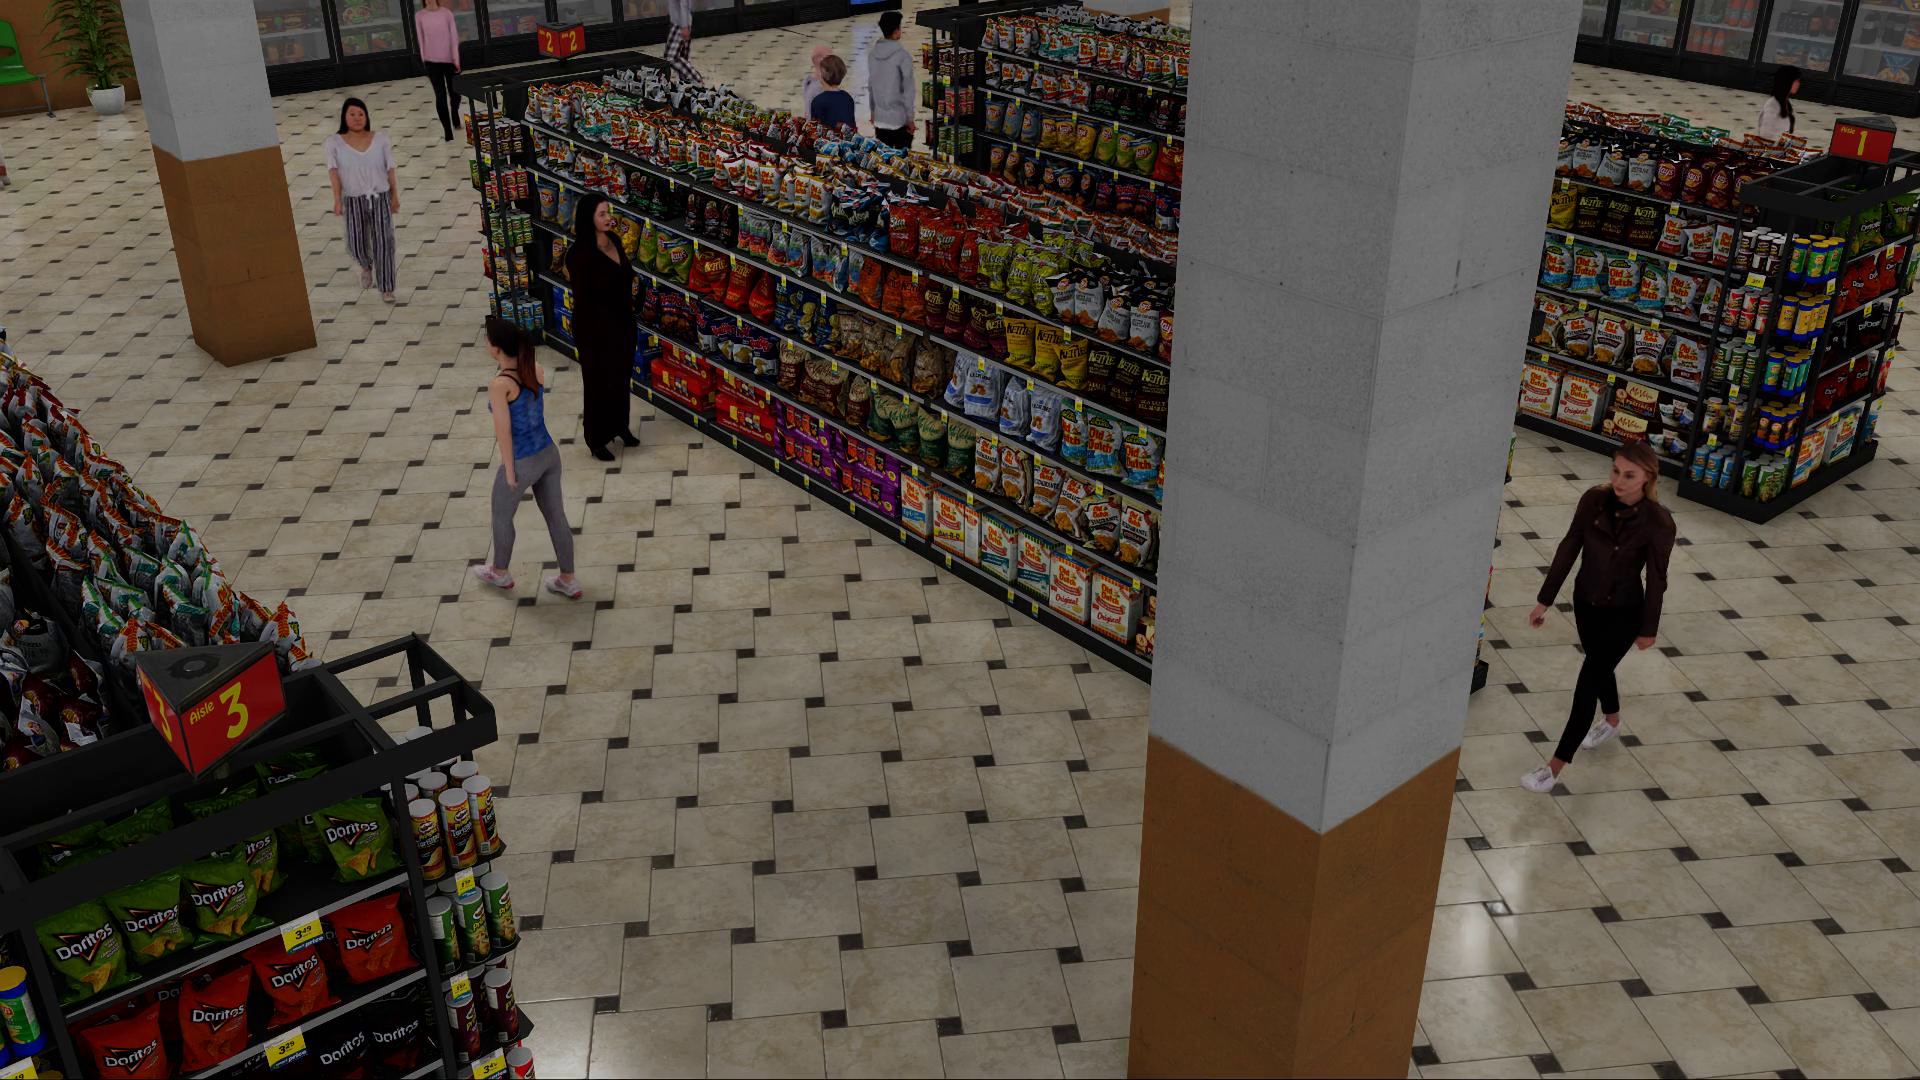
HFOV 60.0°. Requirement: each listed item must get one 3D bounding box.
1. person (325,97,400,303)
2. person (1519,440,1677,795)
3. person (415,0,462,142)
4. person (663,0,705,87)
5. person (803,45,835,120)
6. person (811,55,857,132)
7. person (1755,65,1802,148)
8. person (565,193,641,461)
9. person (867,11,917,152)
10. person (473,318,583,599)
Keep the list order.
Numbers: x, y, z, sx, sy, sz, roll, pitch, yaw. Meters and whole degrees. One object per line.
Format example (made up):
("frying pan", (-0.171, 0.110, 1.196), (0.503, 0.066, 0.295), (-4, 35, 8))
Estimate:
("person", (-4.854, -2.790, 13.600), (0.808, 1.667, 0.857), (-10, 29, -19))
("person", (2.955, 0.316, 7.496), (0.769, 1.649, 1.062), (-16, 31, -29))
("person", (-5.822, -5.380, 18.719), (0.866, 1.655, 1.179), (-9, 28, -17))
("person", (-3.353, -6.352, 20.436), (0.855, 1.836, 0.792), (-4, 27, -8))
("person", (-1.312, -3.424, 14.713), (1.074, 1.792, 1.220), (-9, 28, -17))
("person", (-1.014, -3.099, 14.006), (0.755, 1.850, 0.730), (19, 32, 33))
("person", (7.134, -3.425, 14.907), (1.001, 1.618, 0.767), (17, 32, 30))
("person", (-2.308, -1.378, 10.715), (0.810, 1.759, 0.787), (9, 28, 17))
("person", (-0.699, -3.956, 15.633), (1.069, 1.908, 0.917), (18, 32, 32))
("person", (-2.272, -0.405, 8.986), (0.943, 1.586, 0.747), (16, 31, 29))
